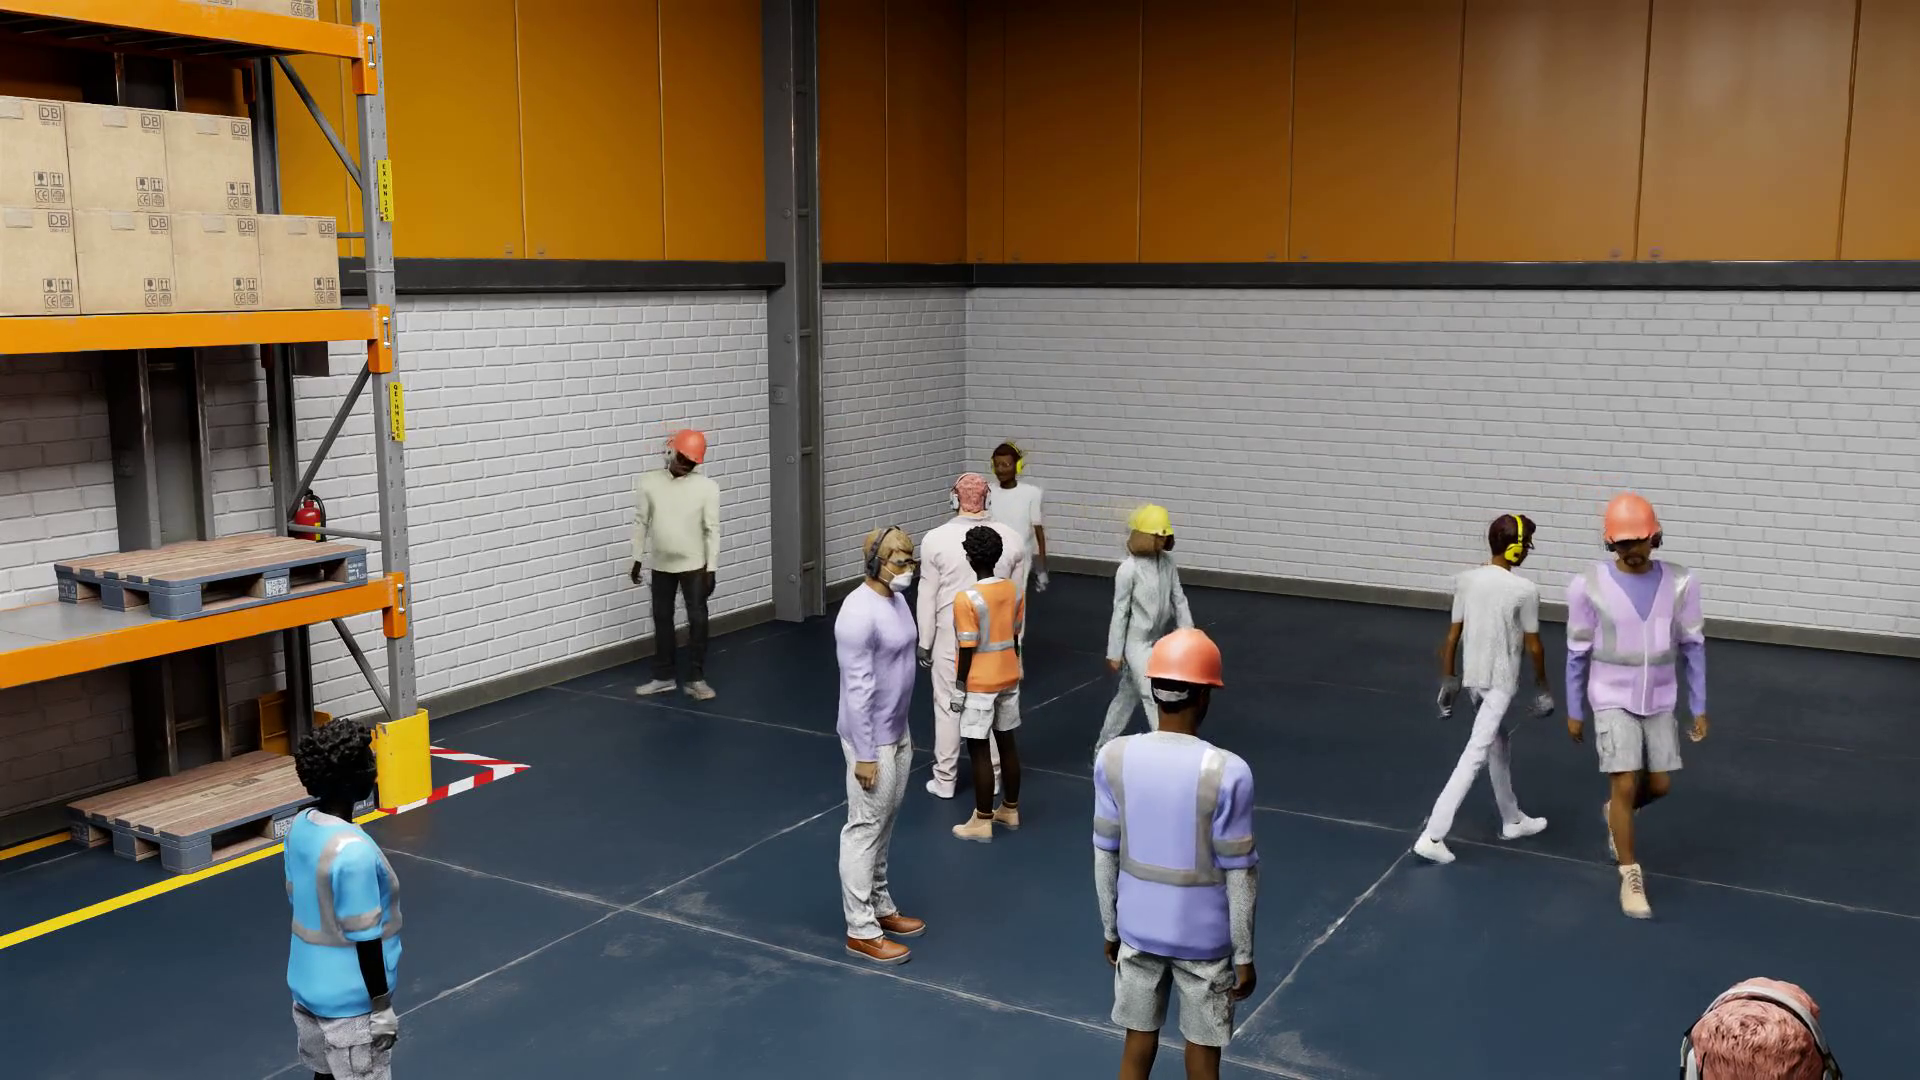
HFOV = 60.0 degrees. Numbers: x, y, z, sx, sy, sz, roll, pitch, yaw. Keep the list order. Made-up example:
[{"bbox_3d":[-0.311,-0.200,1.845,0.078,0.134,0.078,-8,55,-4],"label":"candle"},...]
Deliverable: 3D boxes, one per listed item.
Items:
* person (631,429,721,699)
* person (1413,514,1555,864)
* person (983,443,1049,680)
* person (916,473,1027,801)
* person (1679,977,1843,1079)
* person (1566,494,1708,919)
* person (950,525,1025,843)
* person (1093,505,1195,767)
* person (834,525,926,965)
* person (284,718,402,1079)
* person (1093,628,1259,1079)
[{"bbox_3d":[-2.032,0.173,11.835,0.720,1.952,0.392,2,9,12],"label":"person"},{"bbox_3d":[2.735,0.761,8.646,1.044,1.810,0.489,-5,10,-30],"label":"person"},{"bbox_3d":[0.317,0.218,11.953,0.544,1.818,0.971,4,10,21],"label":"person"},{"bbox_3d":[0.056,0.556,9.615,0.653,1.897,0.403,-3,10,-18],"label":"person"},{"bbox_3d":[1.267,1.651,2.781,0.636,1.900,0.402,7,11,36],"label":"person"},{"bbox_3d":[3.231,0.754,8.069,0.654,2.006,0.794,0,9,2],"label":"person"},{"bbox_3d":[0.140,0.763,8.917,0.317,1.698,0.540,7,12,38],"label":"person"},{"bbox_3d":[1.139,0.630,9.783,0.926,1.687,0.504,7,11,36],"label":"person"},{"bbox_3d":[-0.354,0.889,7.409,0.370,1.934,0.627,2,9,14],"label":"person"},{"bbox_3d":[-1.869,1.378,5.091,0.319,1.696,0.532,-8,12,-41],"label":"person"},{"bbox_3d":[0.693,1.233,5.276,0.543,1.928,0.374,5,11,30],"label":"person"}]
